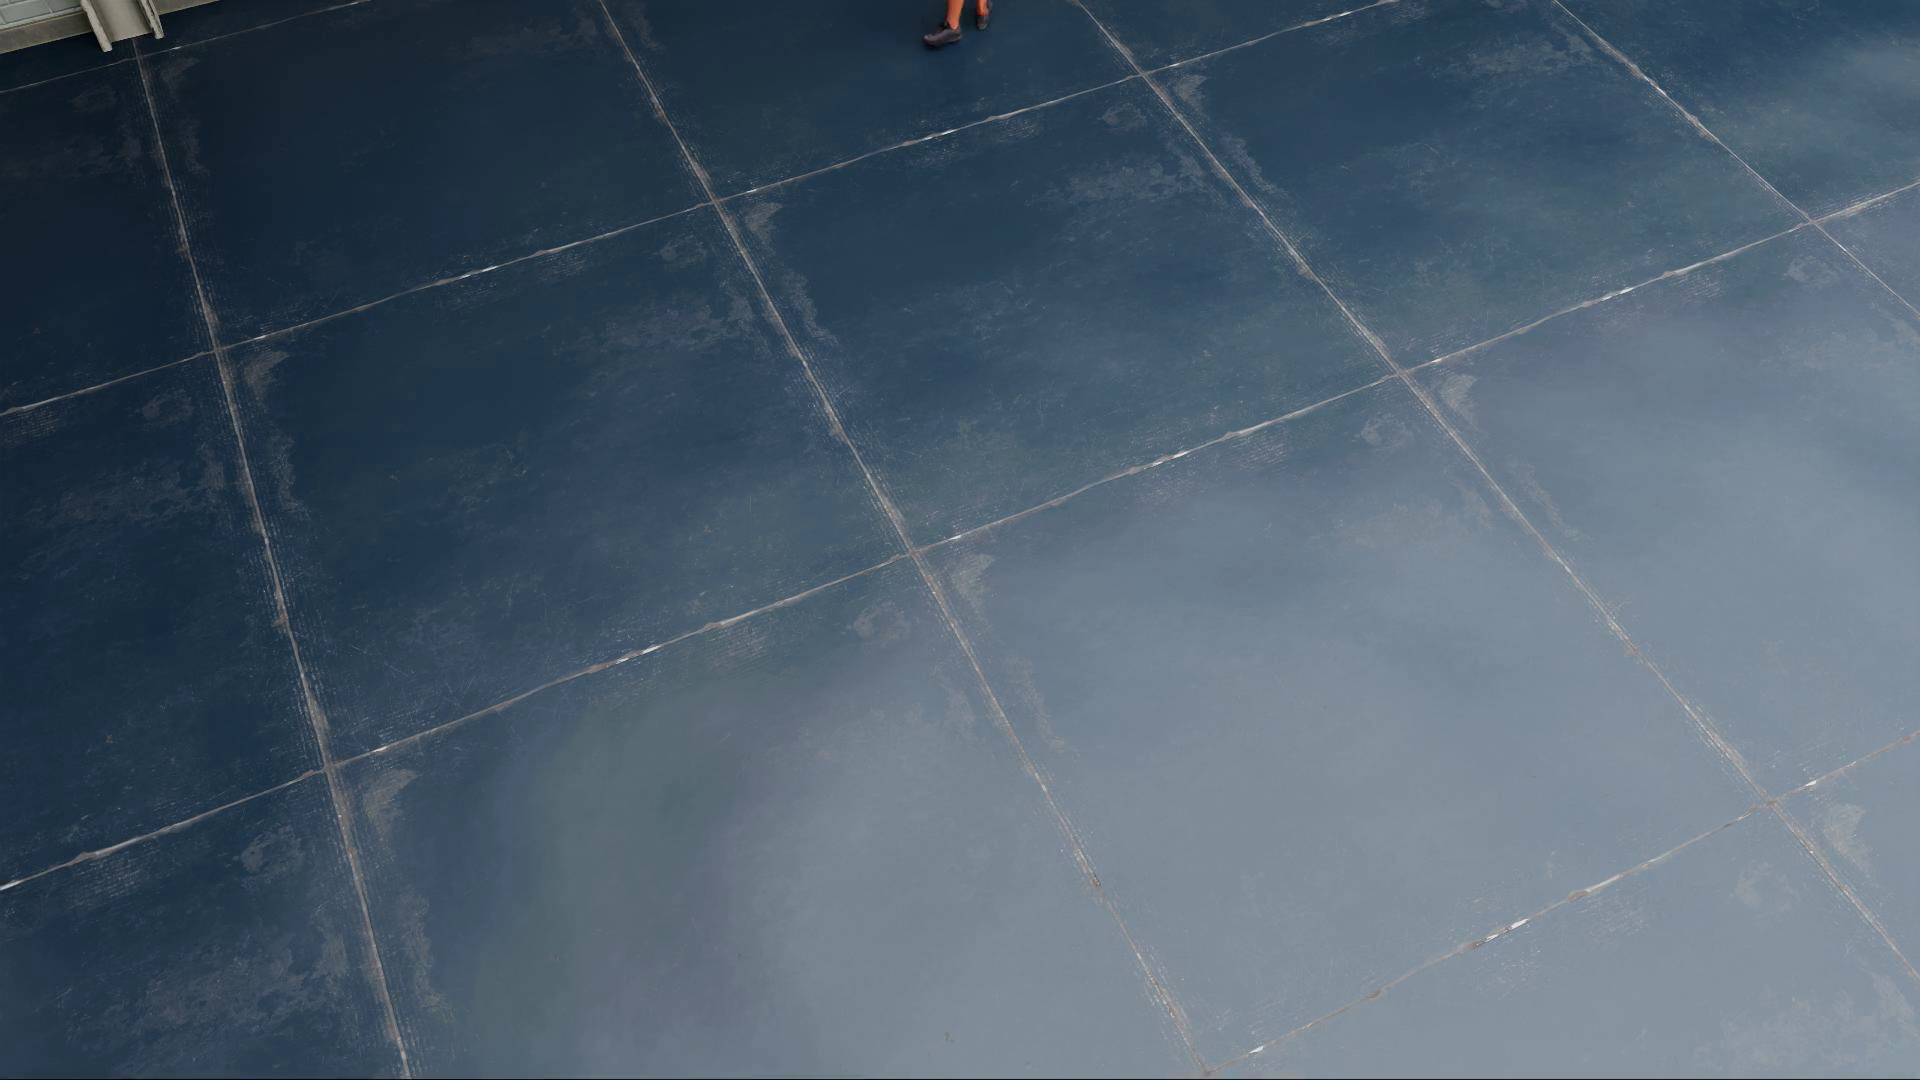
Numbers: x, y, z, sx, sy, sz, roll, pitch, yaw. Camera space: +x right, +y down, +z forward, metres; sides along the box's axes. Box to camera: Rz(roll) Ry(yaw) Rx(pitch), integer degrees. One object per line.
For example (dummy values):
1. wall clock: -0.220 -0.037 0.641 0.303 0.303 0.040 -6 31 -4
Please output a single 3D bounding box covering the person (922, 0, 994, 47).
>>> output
1. person: 0.005 -3.999 10.596 0.948 1.767 0.635 30 58 21
